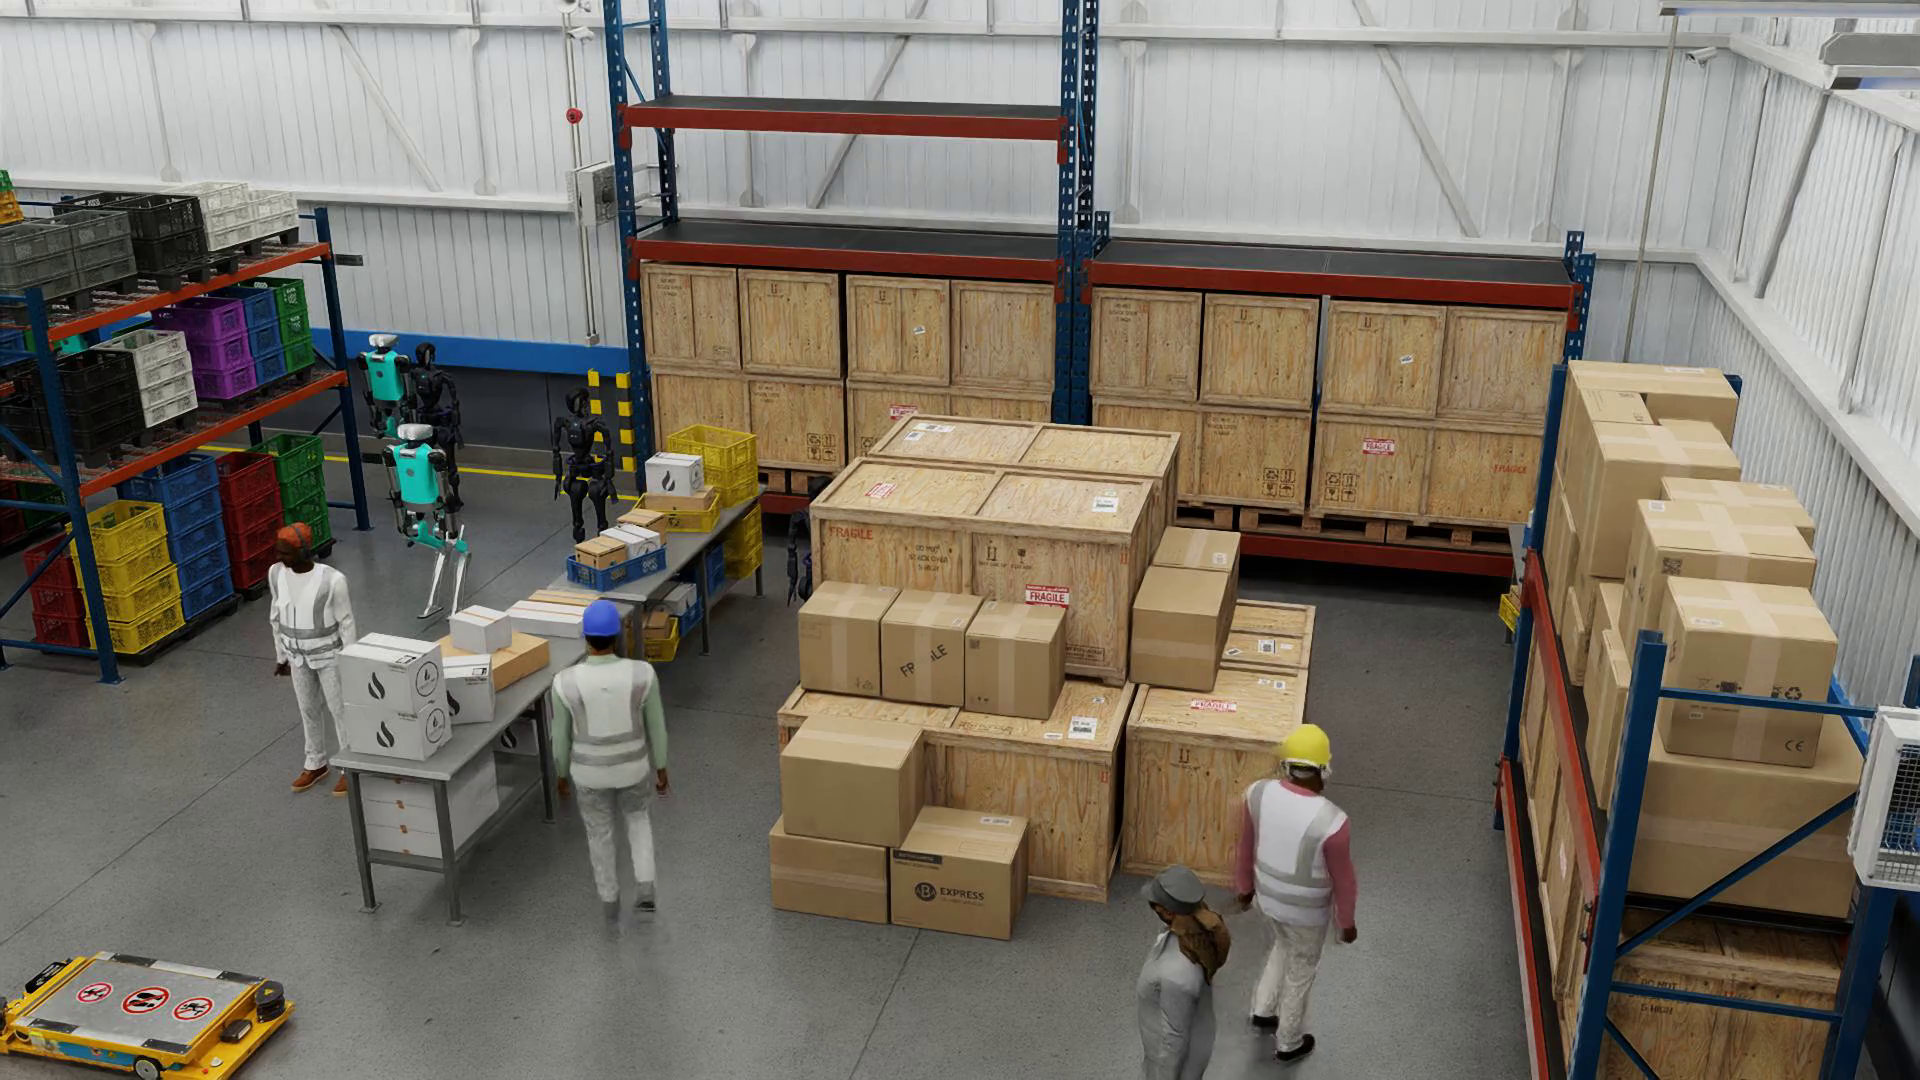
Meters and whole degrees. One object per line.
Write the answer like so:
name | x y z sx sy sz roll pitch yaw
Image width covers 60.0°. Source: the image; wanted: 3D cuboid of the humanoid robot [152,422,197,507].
humanoid robot | -7.513 -1.049 15.801 0.599 1.653 0.315 5 22 13

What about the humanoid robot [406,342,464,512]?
humanoid robot | -5.003 -1.078 15.873 0.599 1.657 0.315 5 22 13

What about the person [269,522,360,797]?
person | -4.179 0.767 10.777 0.572 1.885 0.358 6 22 14

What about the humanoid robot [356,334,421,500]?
humanoid robot | -5.337 -1.218 15.988 0.533 1.677 0.735 5 22 13

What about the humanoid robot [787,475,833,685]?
humanoid robot | -0.983 0.312 12.241 0.599 1.653 0.315 5 22 13

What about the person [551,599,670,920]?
person | -1.972 1.263 9.412 0.635 1.926 0.479 -6 22 -16

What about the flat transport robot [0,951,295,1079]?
flat transport robot | -4.270 2.464 8.601 1.431 0.231 0.659 5 22 13

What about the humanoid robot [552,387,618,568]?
humanoid robot | -3.243 -0.528 14.439 0.599 1.653 0.315 5 22 13

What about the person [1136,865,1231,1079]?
person | 0.945 2.192 7.213 0.399 1.764 0.562 6 22 14

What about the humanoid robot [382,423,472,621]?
humanoid robot | -4.165 -0.192 13.304 0.533 1.677 0.735 5 22 13

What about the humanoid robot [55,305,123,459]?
humanoid robot | -8.885 -1.657 17.137 0.533 1.677 0.735 5 22 13

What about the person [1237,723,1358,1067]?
person | 1.678 1.772 8.253 0.434 1.805 0.614 -15 26 -35
